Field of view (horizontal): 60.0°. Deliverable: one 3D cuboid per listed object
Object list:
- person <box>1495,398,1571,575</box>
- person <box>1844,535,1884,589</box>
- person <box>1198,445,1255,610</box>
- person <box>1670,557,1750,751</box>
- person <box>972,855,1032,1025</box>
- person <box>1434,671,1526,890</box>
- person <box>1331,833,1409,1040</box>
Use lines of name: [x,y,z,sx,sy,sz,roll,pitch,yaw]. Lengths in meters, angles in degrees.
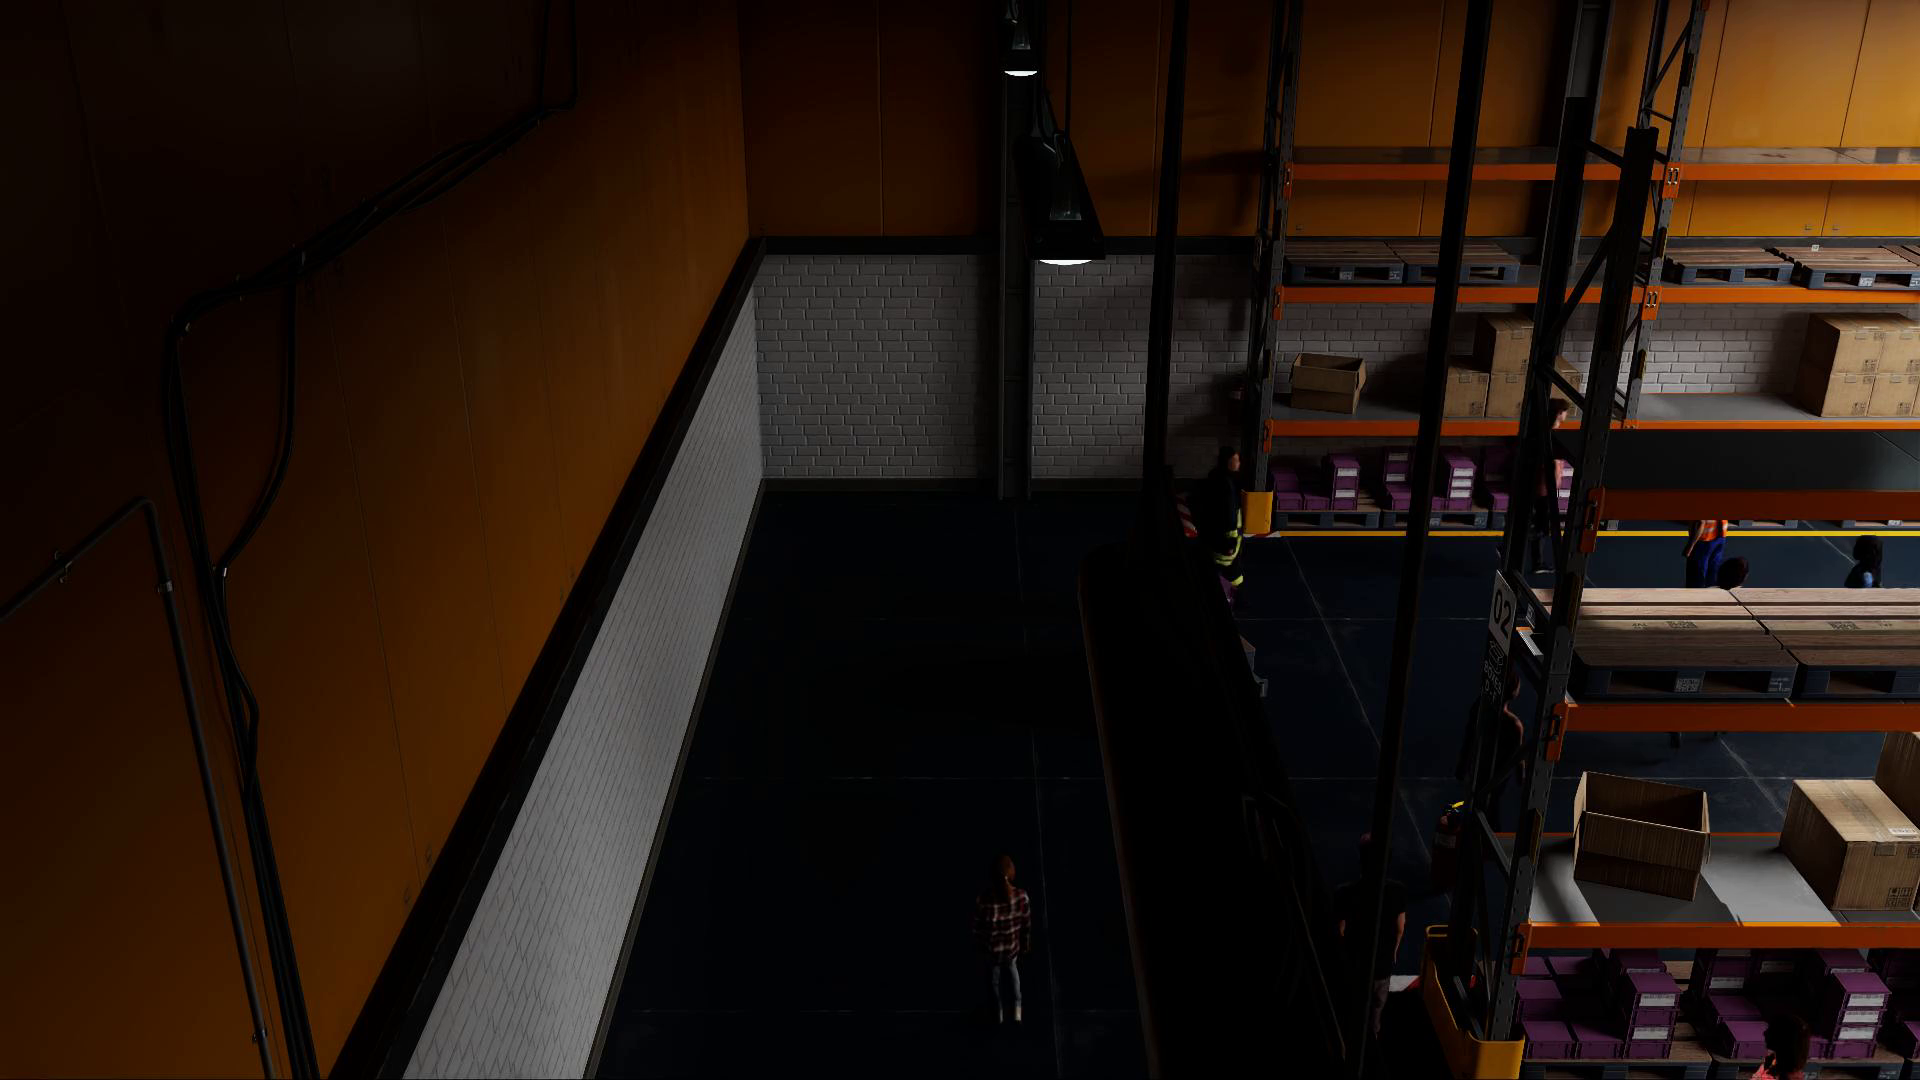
person: [5.973,-0.522,17.240,0.952,1.945,0.633,-1,24,-1]
person: [7.949,0.782,14.570,0.817,1.695,0.781,10,26,22]
person: [2.470,-0.061,16.324,1.162,1.834,0.818,-2,24,-5]
person: [6.336,1.003,13.982,1.191,1.761,1.048,-17,29,-34]
person: [0.278,2.640,10.816,0.631,1.298,0.669,-6,24,-13]
person: [3.800,1.807,12.195,1.253,1.718,0.998,-13,27,-26]
person: [2.459,2.661,10.099,0.975,1.833,0.814,-2,24,-6]
